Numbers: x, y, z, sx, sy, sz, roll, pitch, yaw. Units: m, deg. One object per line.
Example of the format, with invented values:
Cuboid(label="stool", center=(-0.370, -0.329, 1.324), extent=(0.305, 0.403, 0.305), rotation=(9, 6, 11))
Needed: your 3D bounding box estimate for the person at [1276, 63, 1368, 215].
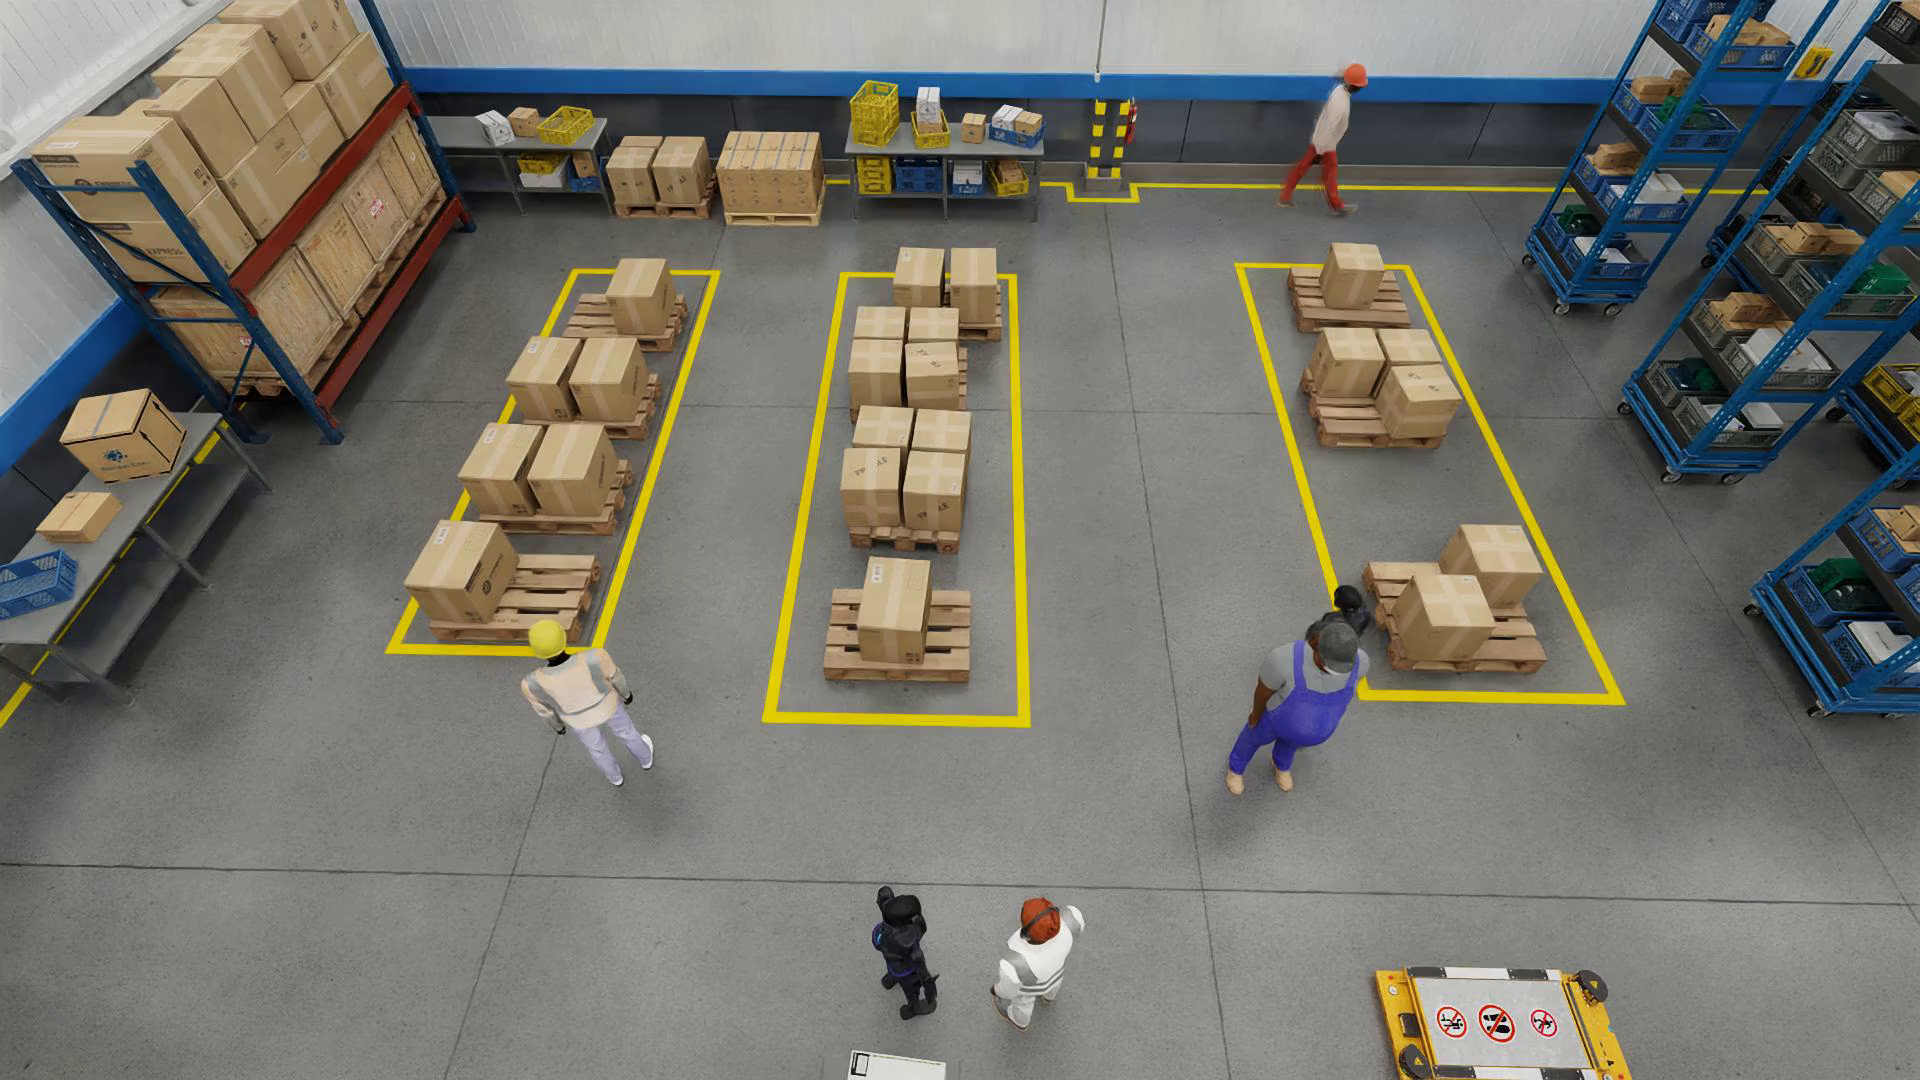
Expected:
Cuboid(label="person", center=(4.695, -4.993, 11.475), extent=(1.023, 1.939, 0.664), rotation=(7, 51, 6))

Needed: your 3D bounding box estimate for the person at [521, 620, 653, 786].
Cuboid(label="person", center=(-2.614, 1.169, 6.463), extent=(0.584, 1.928, 0.365), rotation=(-25, 55, -19))

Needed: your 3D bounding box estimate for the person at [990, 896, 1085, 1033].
Cuboid(label="person", center=(0.431, 2.502, 5.405), extent=(0.572, 1.883, 0.354), rotation=(-31, 57, -23))

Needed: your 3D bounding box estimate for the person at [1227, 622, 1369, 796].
Cuboid(label="person", center=(2.351, 1.213, 6.355), extent=(0.676, 2.000, 0.537), rotation=(-1, 51, -1))

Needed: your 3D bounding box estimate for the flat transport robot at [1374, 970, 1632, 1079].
Cuboid(label="flat transport robot", center=(3.501, 3.133, 5.914), extent=(1.431, 0.197, 0.652), rotation=(1, 51, 1))

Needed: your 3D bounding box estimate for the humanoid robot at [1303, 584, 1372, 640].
Cuboid(label="humanoid robot", center=(2.696, 0.919, 6.832), extent=(0.585, 1.629, 0.472), rotation=(-10, 52, -8))

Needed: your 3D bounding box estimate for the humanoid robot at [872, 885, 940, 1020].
Cuboid(label="humanoid robot", center=(-0.336, 2.484, 5.543), extent=(0.321, 1.657, 0.608), rotation=(-25, 55, -19))
